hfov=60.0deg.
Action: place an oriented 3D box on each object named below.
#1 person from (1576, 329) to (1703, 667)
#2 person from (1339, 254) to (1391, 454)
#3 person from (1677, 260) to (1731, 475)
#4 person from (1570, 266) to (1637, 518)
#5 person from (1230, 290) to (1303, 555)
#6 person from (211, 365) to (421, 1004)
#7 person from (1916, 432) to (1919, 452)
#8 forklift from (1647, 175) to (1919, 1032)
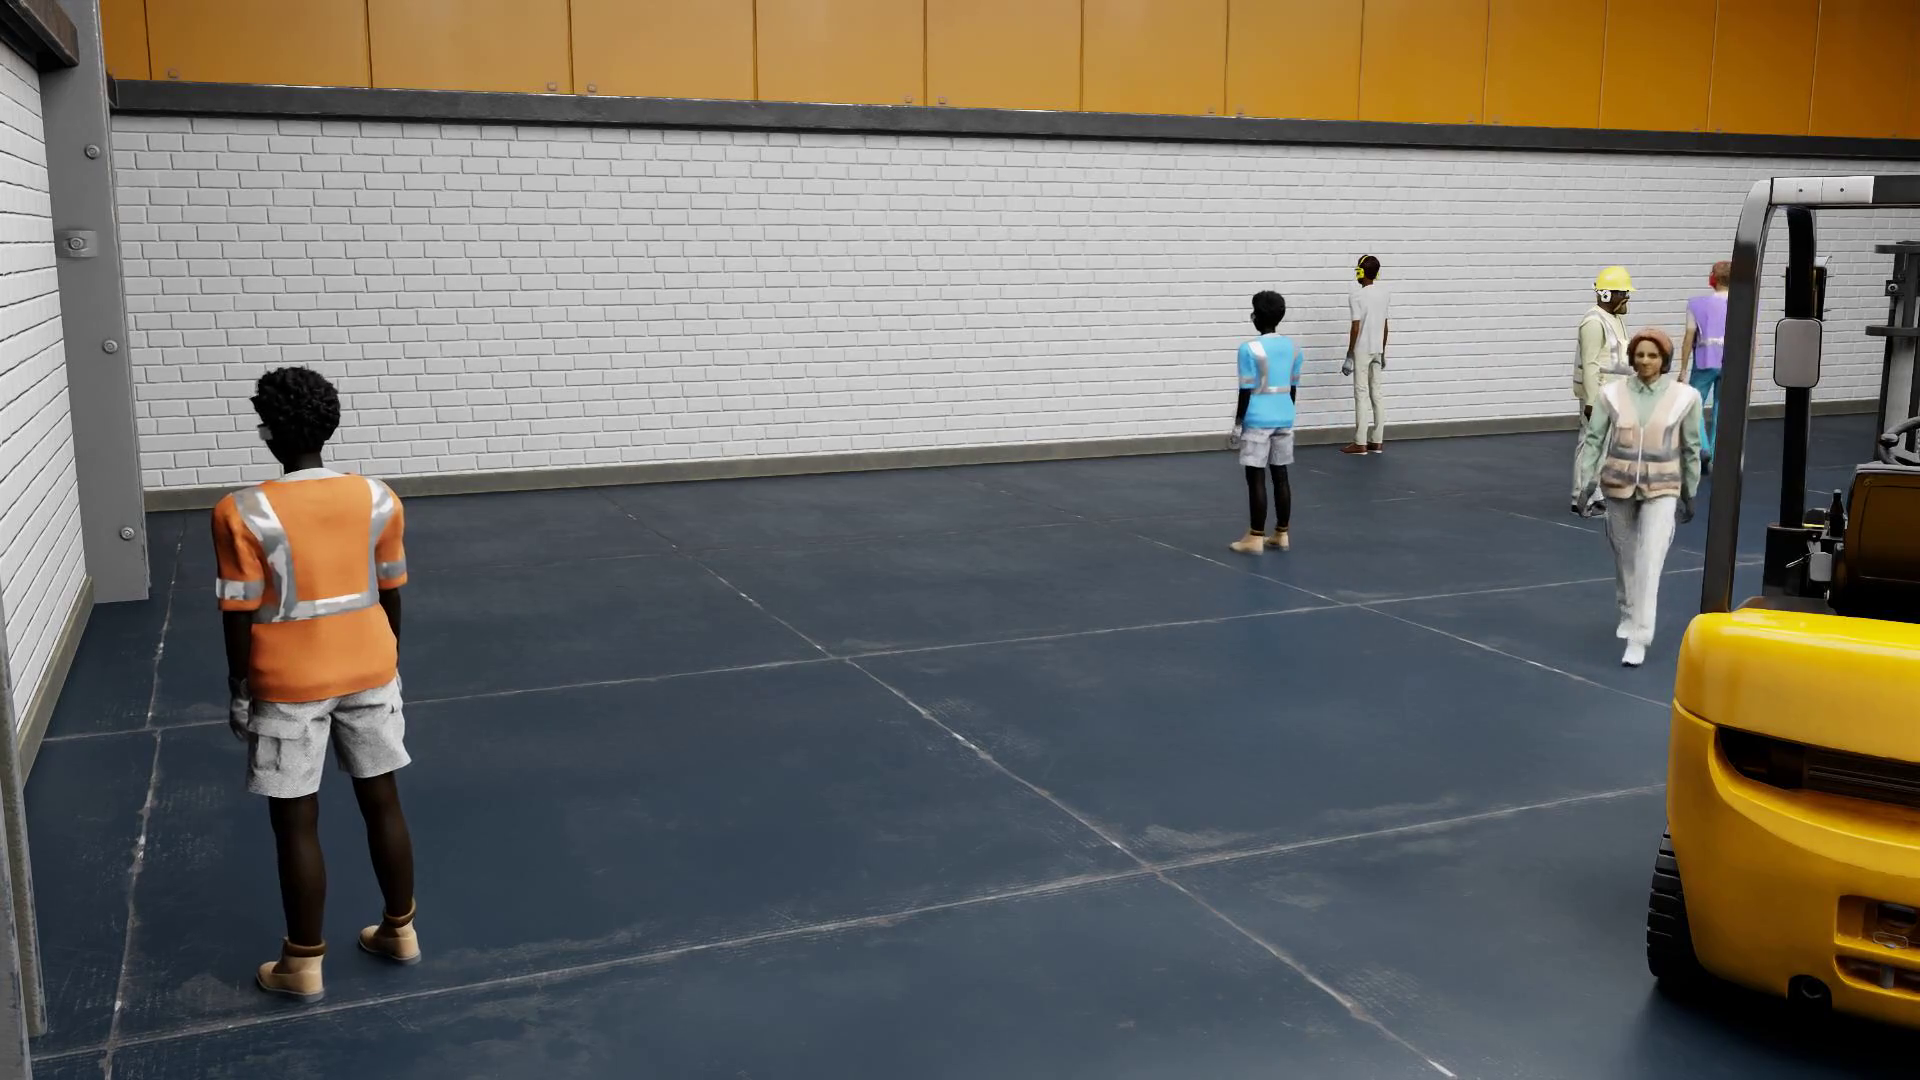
[{"bbox_3d":[3.323,-0.237,8.146,0.538,1.593,0.873,6,12,30],"label":"person"},{"bbox_3d":[3.809,-1.738,15.648,0.520,1.873,0.333,-6,12,-31],"label":"person"},{"bbox_3d":[6.451,-1.460,14.214,0.603,1.830,0.451,2,10,10],"label":"person"},{"bbox_3d":[4.679,-1.071,12.113,0.403,1.825,0.592,7,12,34],"label":"person"},{"bbox_3d":[1.961,-0.750,10.681,0.539,1.696,0.317,-8,13,-37],"label":"person"},{"bbox_3d":[-1.717,0.381,4.479,0.321,1.690,0.529,9,13,39],"label":"person"},{"bbox_3d":[4.299,-0.218,7.293,0.987,1.852,0.679,5,11,26],"label":"person"},{"bbox_3d":[2.810,0.094,4.662,1.214,2.155,2.313,7,12,34],"label":"forklift"}]
